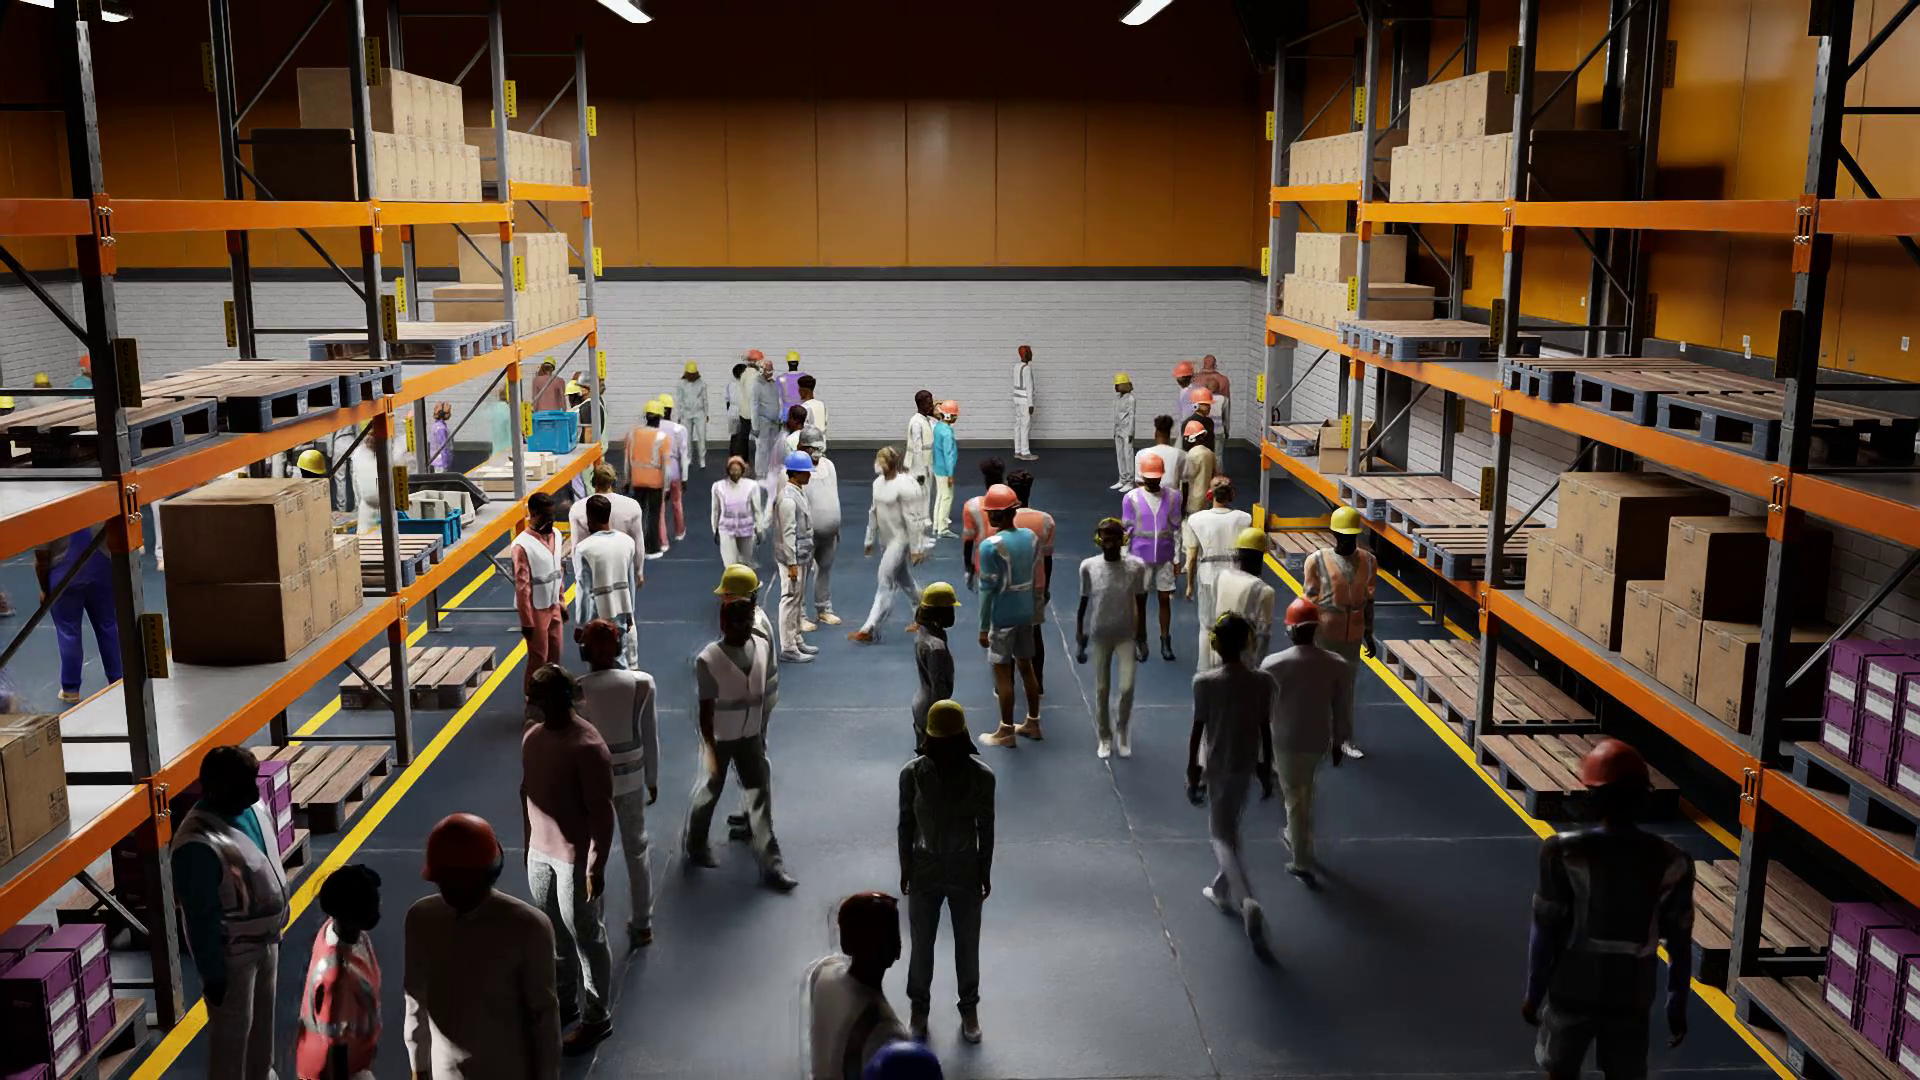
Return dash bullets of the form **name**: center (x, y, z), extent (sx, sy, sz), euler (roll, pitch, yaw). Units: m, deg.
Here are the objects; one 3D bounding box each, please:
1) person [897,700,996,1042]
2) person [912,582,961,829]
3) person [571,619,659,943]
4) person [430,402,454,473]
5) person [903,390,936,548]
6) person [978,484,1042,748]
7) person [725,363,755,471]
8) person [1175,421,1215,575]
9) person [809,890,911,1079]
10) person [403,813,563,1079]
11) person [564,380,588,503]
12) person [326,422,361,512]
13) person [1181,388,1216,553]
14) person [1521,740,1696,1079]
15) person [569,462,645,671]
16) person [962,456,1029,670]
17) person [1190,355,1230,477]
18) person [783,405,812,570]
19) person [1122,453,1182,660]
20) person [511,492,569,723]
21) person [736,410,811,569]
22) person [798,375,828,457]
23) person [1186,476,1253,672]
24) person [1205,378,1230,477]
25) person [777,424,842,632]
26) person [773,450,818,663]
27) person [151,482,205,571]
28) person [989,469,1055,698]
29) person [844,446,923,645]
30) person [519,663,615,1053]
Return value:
- **person**: center (-0.069, 1.629, 8.214), extent (0.487, 1.744, 0.294), euler (0, 11, 1)
- **person**: center (-0.165, 1.124, 10.789), extent (0.355, 1.734, 0.483), euler (-2, 11, -10)
- **person**: center (-1.950, 1.359, 9.237), extent (0.580, 1.879, 0.344), euler (-5, 12, -24)
- **person**: center (-6.694, -0.970, 21.537), extent (0.313, 1.631, 0.525), euler (-5, 12, -22)
- **person**: center (-0.485, -0.879, 20.347), extent (0.397, 1.920, 0.587), euler (1, 11, 7)
- **person**: center (0.348, 0.578, 12.785), extent (0.449, 2.030, 0.622), euler (11, 15, 42)
- **person**: center (-3.460, -1.929, 26.160), extent (0.536, 1.699, 0.322), euler (8, 14, 33)
- **person**: center (2.647, -0.480, 18.798), extent (0.349, 1.740, 0.574), euler (8, 14, 34)
- **person**: center (-0.356, 2.081, 5.705), extent (0.971, 1.844, 0.572), euler (-7, 13, -33)
- **person**: center (-1.753, 1.935, 6.079), extent (0.620, 1.986, 0.409), euler (3, 12, 15)
- **person**: center (-4.912, -1.104, 21.490), extent (0.391, 1.915, 0.593), euler (4, 12, 18)
- **person**: center (-8.279, -1.185, 22.341), extent (0.320, 1.737, 0.485), euler (10, 15, 42)
- **person**: center (2.865, -0.830, 19.910), extent (0.381, 1.995, 0.611), euler (9, 14, 37)
- **person**: center (2.592, 1.799, 6.676), extent (0.636, 2.014, 0.475), euler (1, 11, 4)
- **person**: center (-3.055, 0.284, 14.464), extent (0.627, 1.941, 0.371), euler (-2, 12, -12)
- **person**: center (0.355, 0.235, 14.783), extent (0.633, 1.929, 0.878), euler (-2, 11, -11)
- **person**: center (3.793, -1.869, 25.356), extent (0.640, 1.905, 0.410), euler (2, 11, 9)
- **person**: center (-1.796, -0.573, 18.812), extent (0.378, 1.917, 0.597), euler (6, 13, 26)
- **person**: center (1.749, 0.155, 15.165), extent (0.550, 1.922, 0.391), euler (-1, 11, -5)
- **person**: center (-3.327, 0.554, 13.198), extent (0.401, 1.908, 0.597), euler (3, 12, 16)
- **person**: center (-2.087, -0.580, 18.984), extent (1.001, 1.885, 0.603), euler (-3, 12, -13)
- **person**: center (-1.952, -1.184, 21.791), extent (0.378, 1.958, 0.600), euler (6, 13, 27)
- **person**: center (2.215, 0.375, 14.242), extent (0.564, 1.845, 0.389), euler (-1, 11, -3)
- **person**: center (3.733, -1.579, 24.583), extent (0.533, 1.631, 0.319), euler (-2, 12, -12)
- **person**: center (-1.418, -0.130, 16.282), extent (0.535, 2.000, 0.685), euler (10, 15, 42)
- **person**: center (-1.491, 0.147, 15.146), extent (0.415, 1.940, 0.606), euler (1, 11, 4)
- **person**: center (-8.966, -0.668, 18.981), extent (0.684, 2.000, 0.537), euler (-4, 12, -21)
- **person**: center (0.508, 0.380, 13.952), extent (0.599, 1.958, 0.374), euler (-6, 13, -27)
- **person**: center (-0.657, 0.037, 15.869), extent (1.037, 1.882, 0.654), euler (-7, 13, -31)
- **person**: center (-1.944, 1.540, 8.167), extent (0.637, 1.938, 0.357), euler (10, 15, 41)
